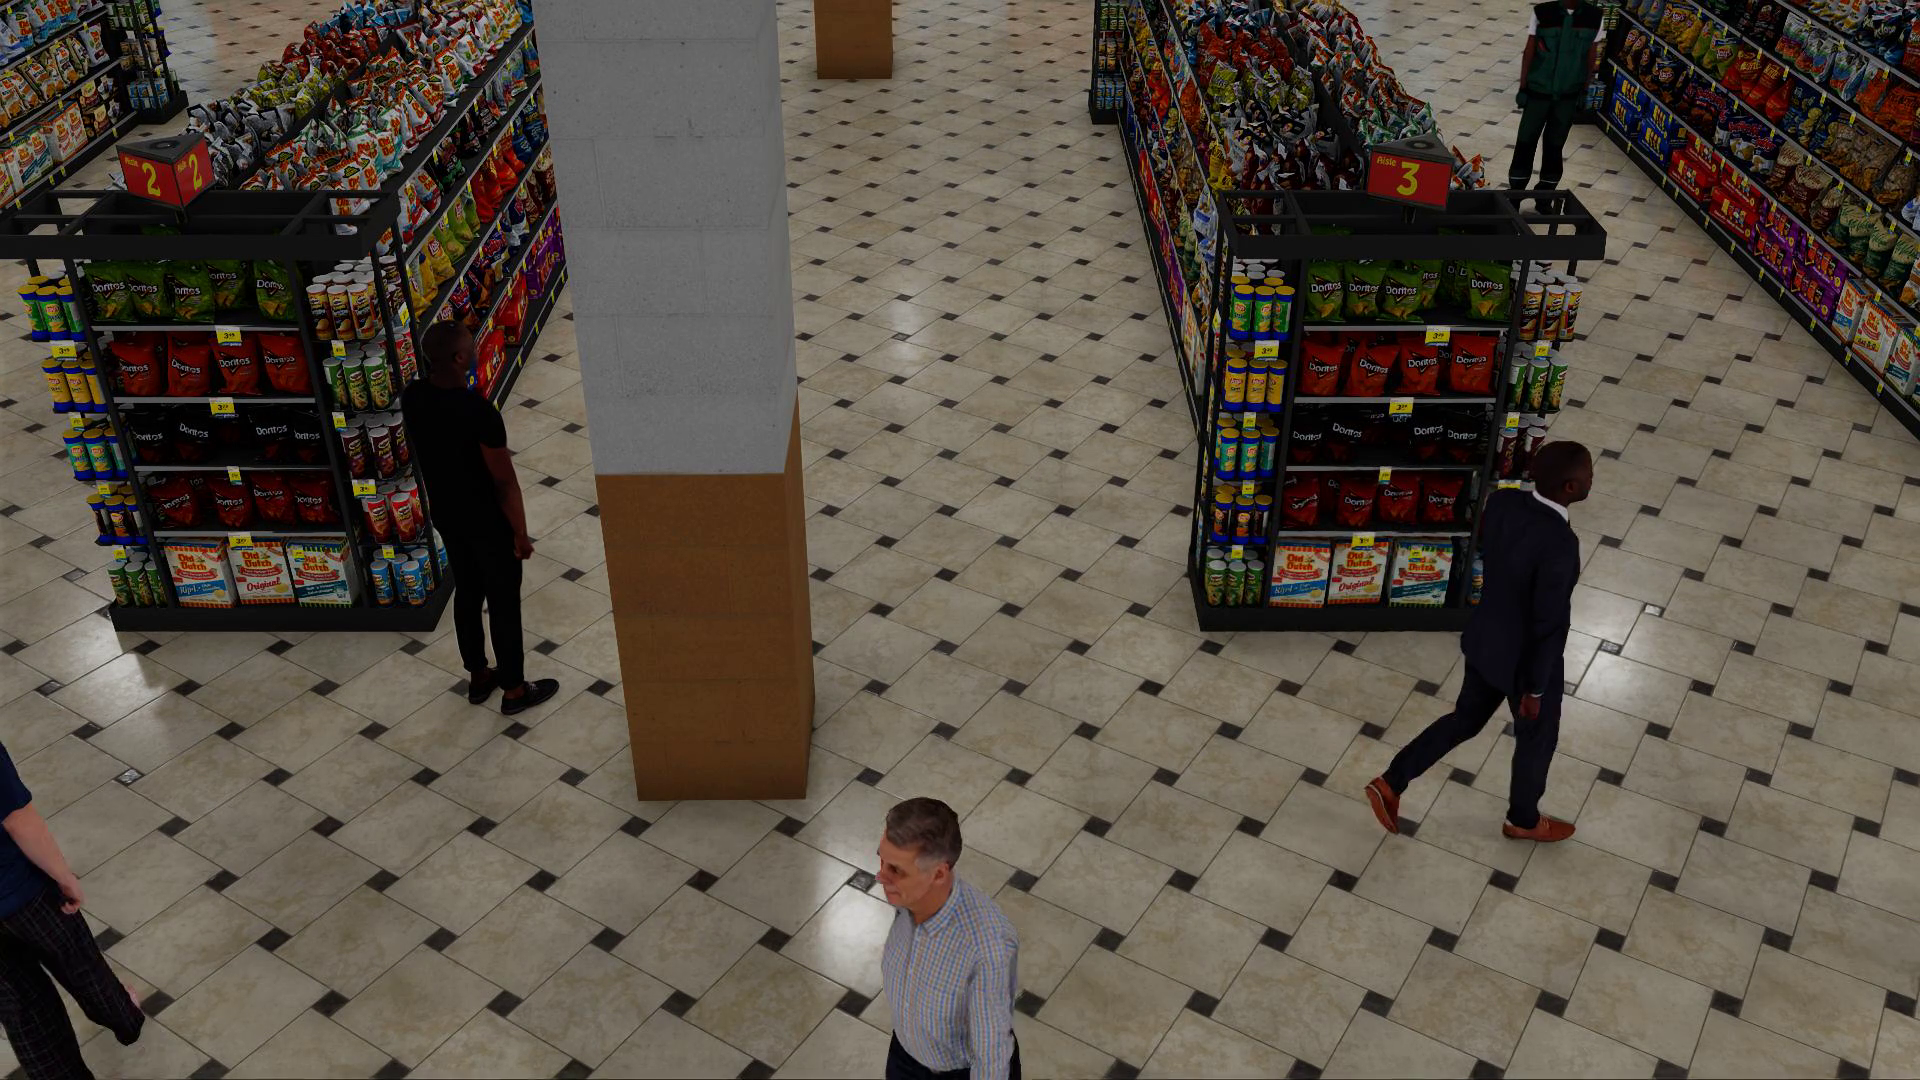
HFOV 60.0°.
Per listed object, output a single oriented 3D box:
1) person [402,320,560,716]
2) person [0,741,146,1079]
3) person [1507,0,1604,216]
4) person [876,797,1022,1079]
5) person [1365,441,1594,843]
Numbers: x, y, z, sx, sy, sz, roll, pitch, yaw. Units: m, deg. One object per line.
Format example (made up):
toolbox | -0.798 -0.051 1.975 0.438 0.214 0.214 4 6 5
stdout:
person | -2.049 -0.078 7.028 0.746 1.819 0.736 17 36 26
person | -2.942 1.163 5.025 0.953 1.828 1.056 -12 34 -19
person | 4.331 -3.281 12.156 0.716 1.840 0.652 5 32 8
person | 0.050 1.415 4.659 1.183 1.786 1.137 -27 41 -36
person | 1.992 0.444 6.211 0.889 1.796 1.089 -6 32 -9
